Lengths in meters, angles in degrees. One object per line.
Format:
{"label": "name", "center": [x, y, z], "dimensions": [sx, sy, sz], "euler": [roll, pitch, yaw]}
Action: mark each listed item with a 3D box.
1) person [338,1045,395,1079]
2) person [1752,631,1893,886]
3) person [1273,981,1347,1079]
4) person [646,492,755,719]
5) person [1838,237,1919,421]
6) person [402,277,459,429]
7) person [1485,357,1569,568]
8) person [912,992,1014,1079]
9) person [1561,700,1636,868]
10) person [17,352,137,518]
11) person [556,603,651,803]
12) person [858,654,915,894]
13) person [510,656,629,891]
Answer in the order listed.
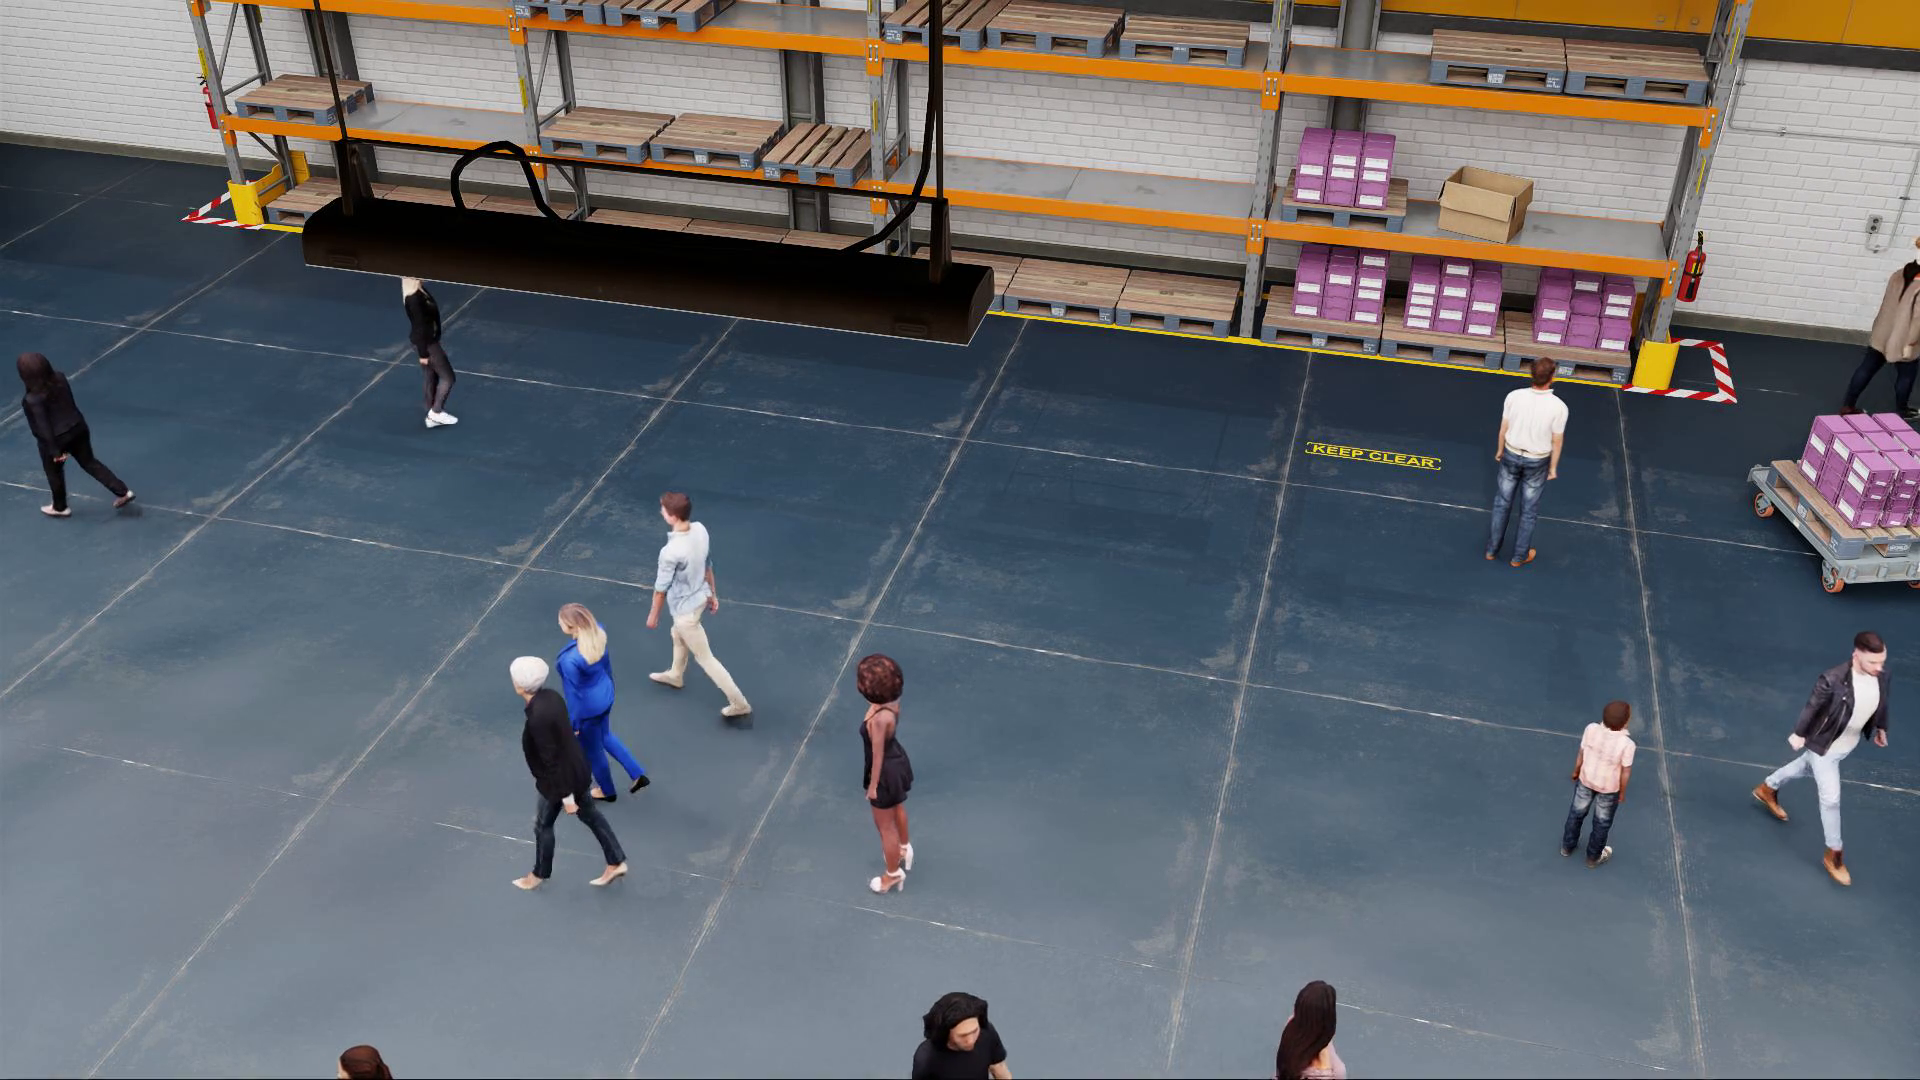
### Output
{"label": "person", "center": [-2.824, 3.046, 8.255], "dimensions": [0.715, 1.554, 0.654], "euler": [-7, 34, -10]}
{"label": "person", "center": [5.569, 1.250, 10.743], "dimensions": [1.229, 1.791, 1.209], "euler": [-13, 36, -19]}
{"label": "person", "center": [1.593, 2.924, 8.238], "dimensions": [1.113, 1.775, 0.845], "euler": [-1, 34, -1]}
{"label": "person", "center": [-1.856, 0.511, 11.837], "dimensions": [1.206, 1.810, 0.714], "euler": [14, 36, 19]}
{"label": "person", "center": [8.618, -1.922, 15.449], "dimensions": [1.116, 1.863, 0.965], "euler": [-7, 34, -10]}
{"label": "person", "center": [-5.036, -1.774, 15.397], "dimensions": [0.755, 1.674, 0.732], "euler": [-10, 35, -15]}
{"label": "person", "center": [4.588, -0.637, 13.523], "dimensions": [0.641, 1.856, 0.798], "euler": [22, 39, 29]}
{"label": "person", "center": [-0.058, 2.827, 8.365], "dimensions": [1.078, 1.797, 1.200], "euler": [-23, 40, -30]}
{"label": "person", "center": [4.120, 1.553, 10.724], "dimensions": [0.547, 1.306, 0.642], "euler": [27, 42, 34]}
{"label": "person", "center": [-7.553, -0.884, 14.137], "dimensions": [1.038, 1.588, 0.666], "euler": [6, 34, 10]}
{"label": "person", "center": [-2.346, 1.126, 11.026], "dimensions": [0.739, 1.682, 0.627], "euler": [10, 35, 15]}
{"label": "person", "center": [-0.453, 1.459, 10.433], "dimensions": [0.557, 1.785, 0.570], "euler": [6, 34, 8]}
{"label": "person", "center": [-2.407, 1.531, 10.311], "dimensions": [1.001, 1.730, 0.847], "euler": [1, 34, 2]}
